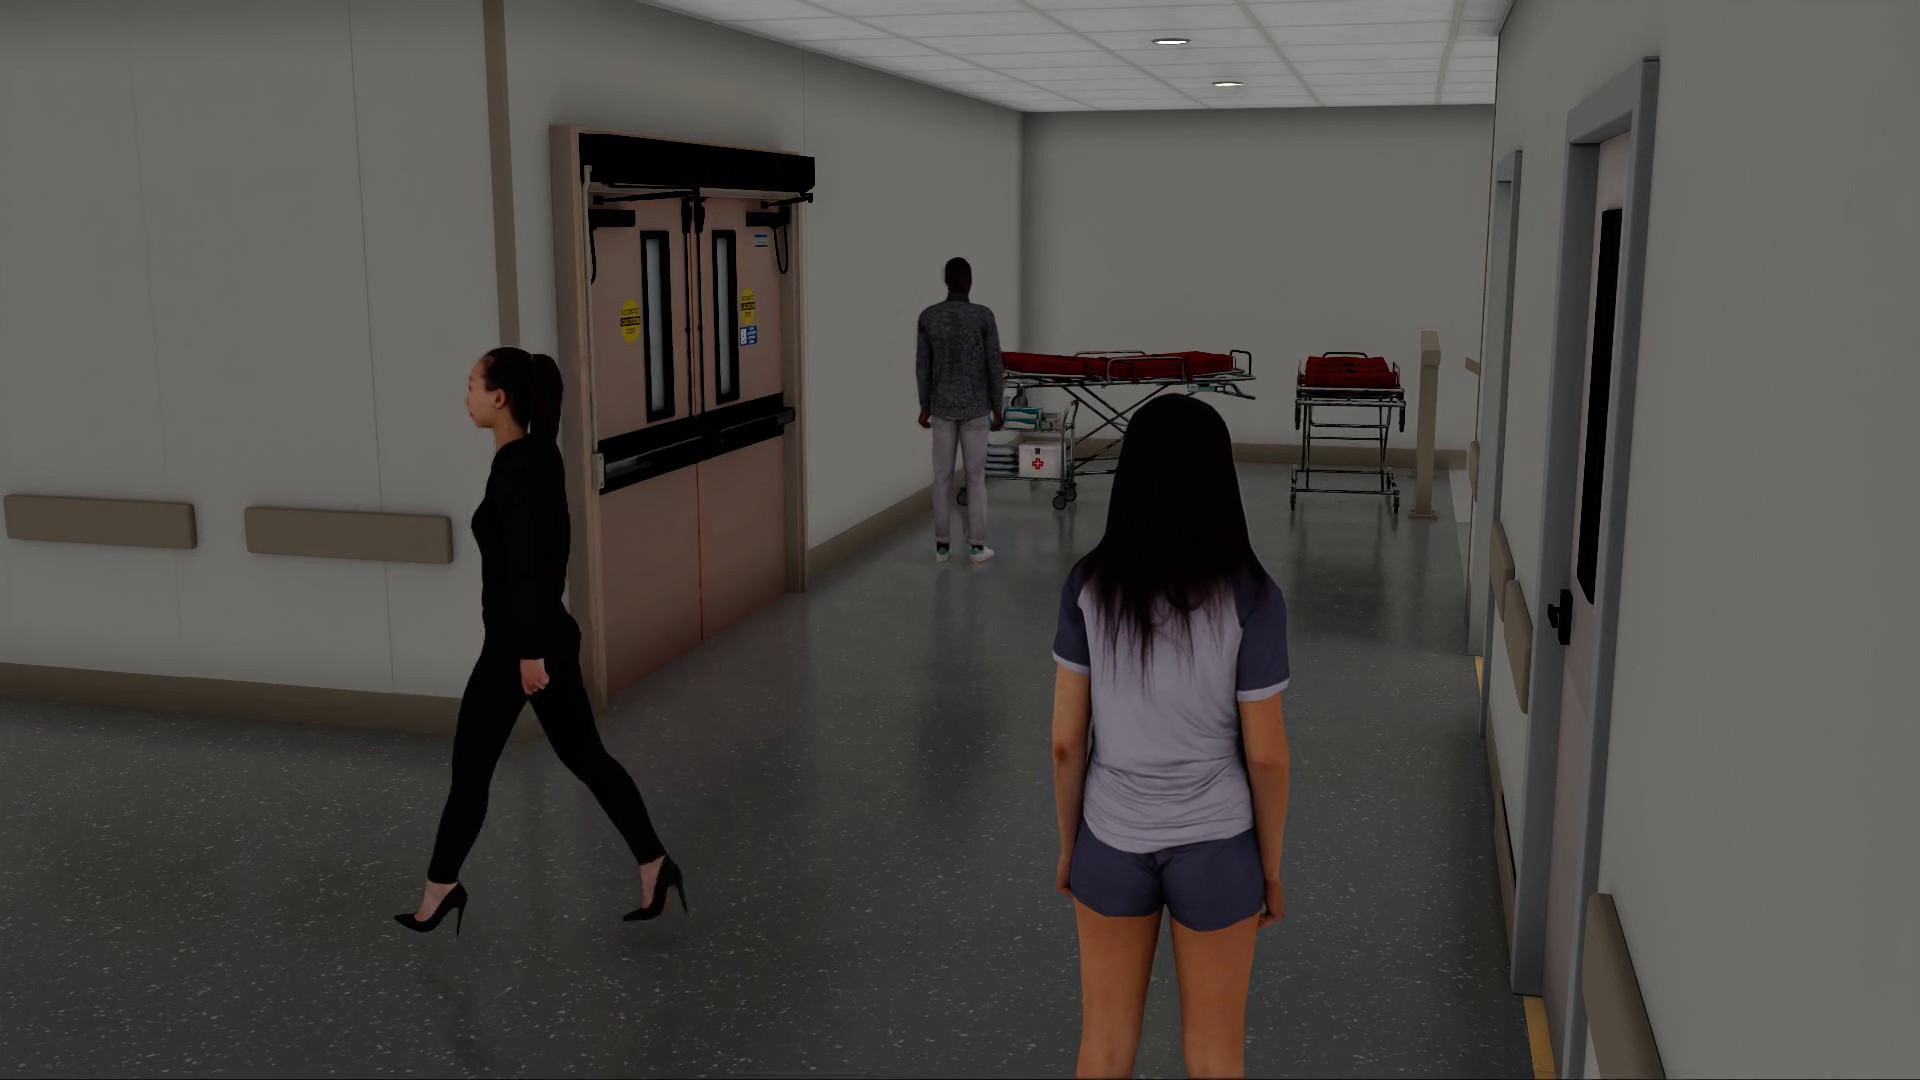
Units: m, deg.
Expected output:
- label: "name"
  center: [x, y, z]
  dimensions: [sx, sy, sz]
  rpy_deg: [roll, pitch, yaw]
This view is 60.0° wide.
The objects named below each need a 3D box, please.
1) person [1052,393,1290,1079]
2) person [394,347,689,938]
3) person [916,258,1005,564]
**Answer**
- label: "person"
  center: [0.387, 0.587, 3.128]
  dimensions: [0.588, 1.733, 0.488]
  rpy_deg: [3, 11, 17]
- label: "person"
  center: [-1.113, 0.332, 4.643]
  dimensions: [0.853, 1.670, 1.065]
  rpy_deg: [0, 11, -1]
- label: "person"
  center: [-0.009, -0.787, 10.089]
  dimensions: [0.690, 1.837, 0.544]
  rpy_deg: [2, 11, 11]
